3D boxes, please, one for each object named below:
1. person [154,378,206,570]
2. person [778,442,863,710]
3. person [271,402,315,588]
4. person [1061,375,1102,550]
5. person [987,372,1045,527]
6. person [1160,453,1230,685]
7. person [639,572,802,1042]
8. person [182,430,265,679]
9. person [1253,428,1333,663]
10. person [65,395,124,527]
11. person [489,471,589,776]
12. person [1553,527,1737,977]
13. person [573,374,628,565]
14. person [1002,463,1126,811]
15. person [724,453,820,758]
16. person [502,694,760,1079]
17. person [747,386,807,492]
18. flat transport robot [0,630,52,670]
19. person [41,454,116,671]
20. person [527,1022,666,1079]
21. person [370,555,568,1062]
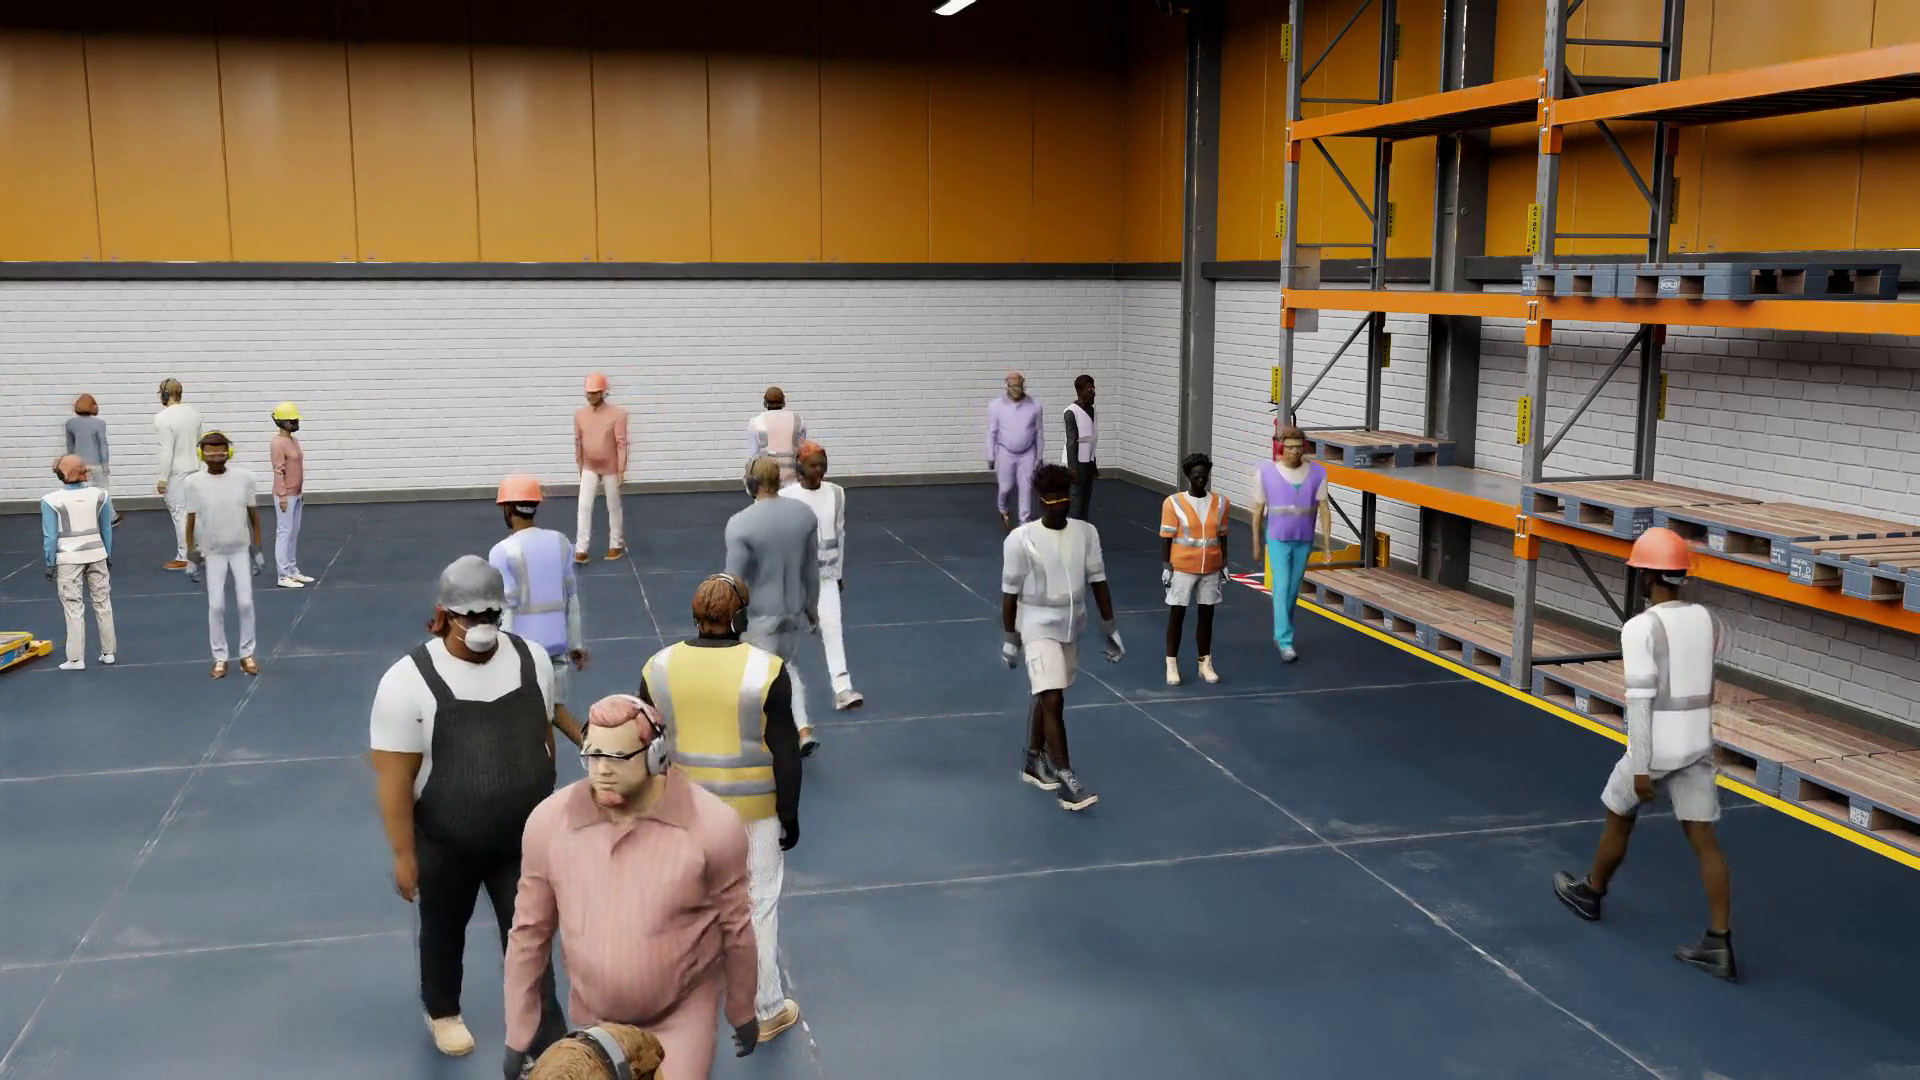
[{"bbox_3d":[-7.869,-0.663,16.775,0.354,1.937,0.635,2,9,10],"label":"person"},{"bbox_3d":[-1.015,0.243,11.462,0.603,1.828,1.001,-6,11,-32],"label":"person"},{"bbox_3d":[-6.382,-0.432,15.874,0.315,1.767,0.535,-1,9,-4],"label":"person"},{"bbox_3d":[1.290,-0.799,17.691,0.392,1.919,0.591,5,10,28],"label":"person"},{"bbox_3d":[0.632,-0.987,19.012,0.661,1.885,0.689,-1,9,-4],"label":"person"},{"bbox_3d":[1.710,0.209,12.085,0.541,1.695,0.316,-2,9,-13],"label":"person"},{"bbox_3d":[-0.905,1.037,6.469,0.626,1.844,0.429,2,9,12],"label":"person"},{"bbox_3d":[-5.428,0.107,12.251,0.542,1.849,0.393,-4,10,-25],"label":"person"},{"bbox_3d":[2.576,0.042,12.810,0.566,1.800,0.909,-1,9,-8],"label":"person"},{"bbox_3d":[-10.056,-0.890,19.257,0.521,1.580,0.839,0,9,2],"label":"person"},{"bbox_3d":[-2.267,0.581,9.122,0.735,1.907,0.578,7,11,36],"label":"person"},{"bbox_3d":[3.079,0.888,7.302,0.541,1.877,1.025,-3,10,-19],"label":"person"},{"bbox_3d":[-3.712,-0.715,17.058,0.628,1.953,0.933,2,9,9],"label":"person"},{"bbox_3d":[0.606,0.532,9.341,0.641,1.919,0.928,-6,11,-33],"label":"person"},{"bbox_3d":[-1.136,0.438,9.948,0.652,1.927,0.429,-8,12,-42],"label":"person"},{"bbox_3d":[-0.913,1.307,4.760,0.664,1.861,0.982,1,9,9],"label":"person"},{"bbox_3d":[-1.873,-0.645,16.975,0.633,1.839,0.429,-4,10,-22],"label":"person"},{"bbox_3d":[-7.408,0.886,12.299,0.652,0.197,1.431,0,9,-2],"label":"flat transport robot"},{"bbox_3d":[-6.621,0.170,12.519,0.307,1.638,0.511,6,11,35],"label":"person"},{"bbox_3d":[-0.564,1.651,2.623,0.508,1.844,0.336,6,11,32],"label":"person"},{"bbox_3d":[-1.765,0.999,6.086,0.699,2.000,1.038,-7,11,-36],"label":"person"}]
